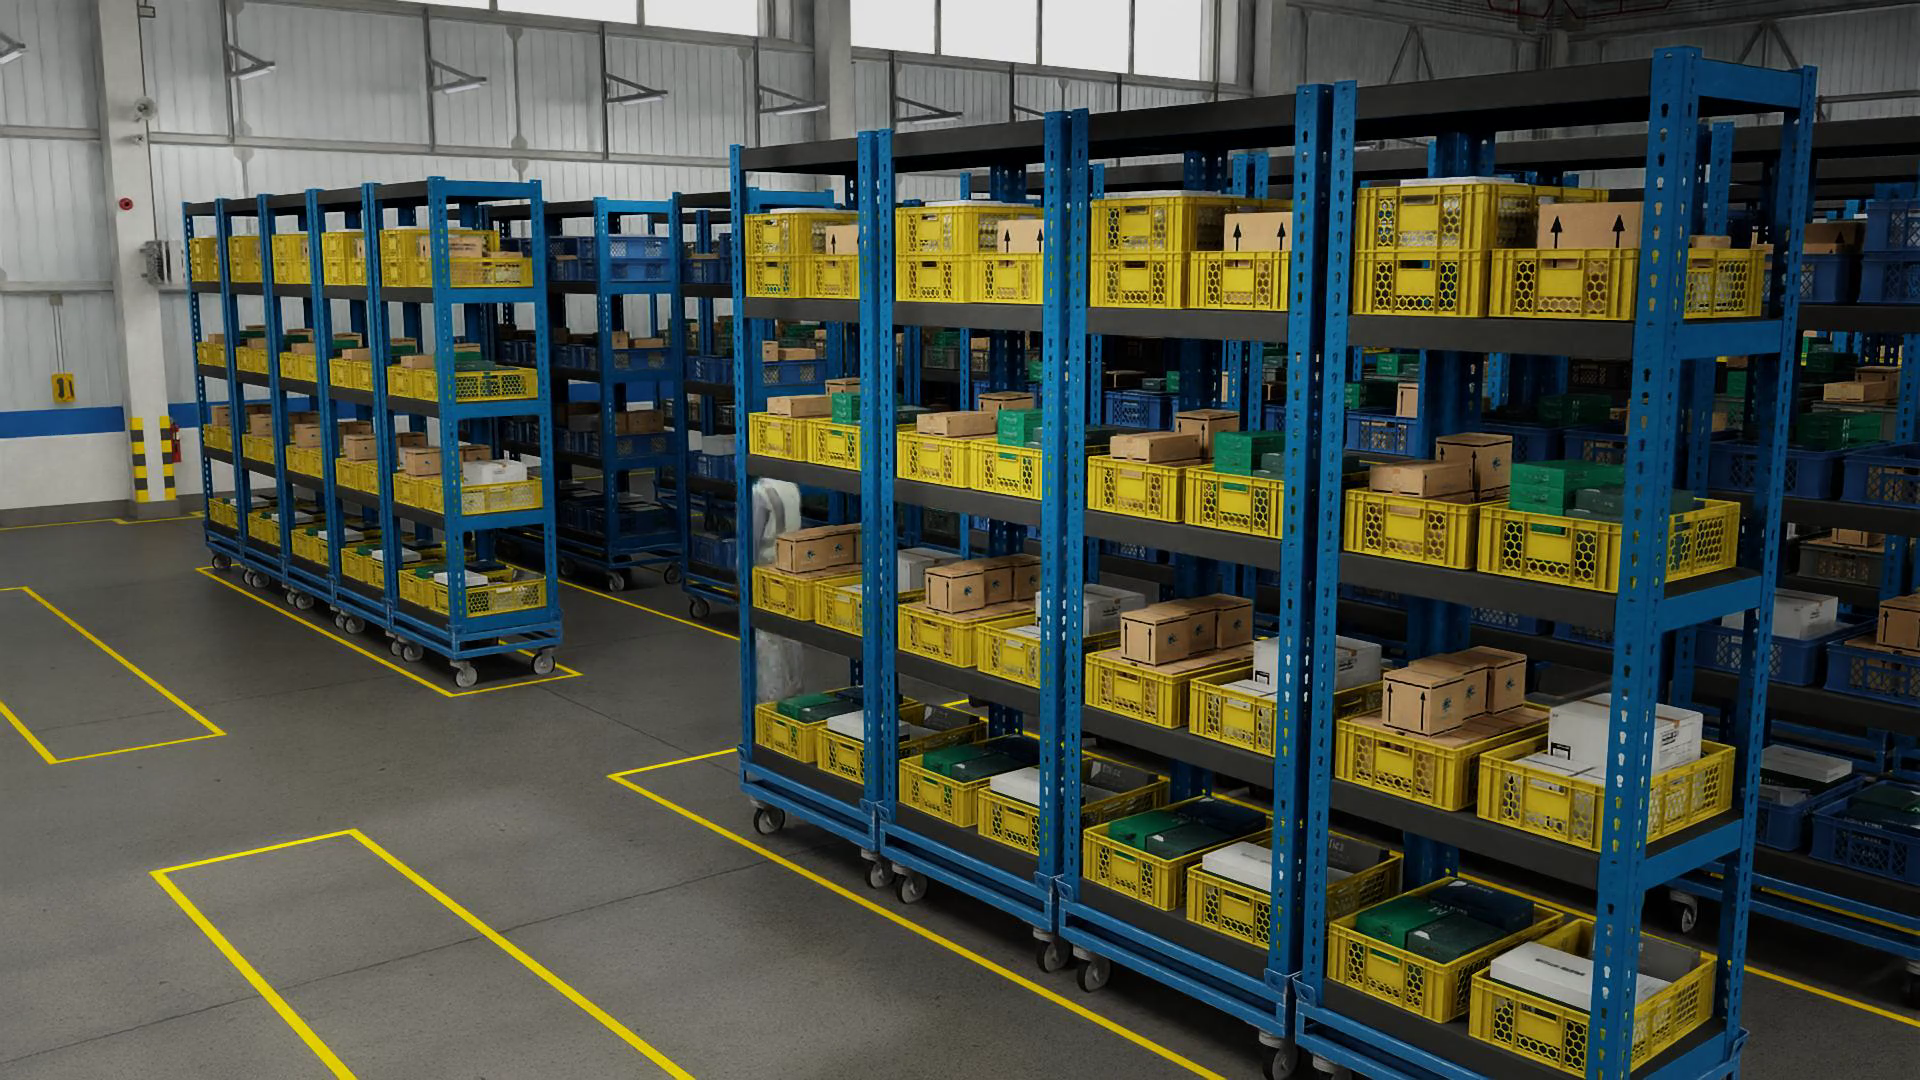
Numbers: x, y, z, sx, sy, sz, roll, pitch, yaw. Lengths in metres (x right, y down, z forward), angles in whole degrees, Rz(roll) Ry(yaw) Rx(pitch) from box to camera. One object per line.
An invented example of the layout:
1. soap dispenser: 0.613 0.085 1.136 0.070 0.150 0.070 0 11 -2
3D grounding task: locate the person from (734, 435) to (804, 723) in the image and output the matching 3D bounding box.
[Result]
1. person: -1.242 0.236 11.039 0.448 1.926 0.677 3 10 17
